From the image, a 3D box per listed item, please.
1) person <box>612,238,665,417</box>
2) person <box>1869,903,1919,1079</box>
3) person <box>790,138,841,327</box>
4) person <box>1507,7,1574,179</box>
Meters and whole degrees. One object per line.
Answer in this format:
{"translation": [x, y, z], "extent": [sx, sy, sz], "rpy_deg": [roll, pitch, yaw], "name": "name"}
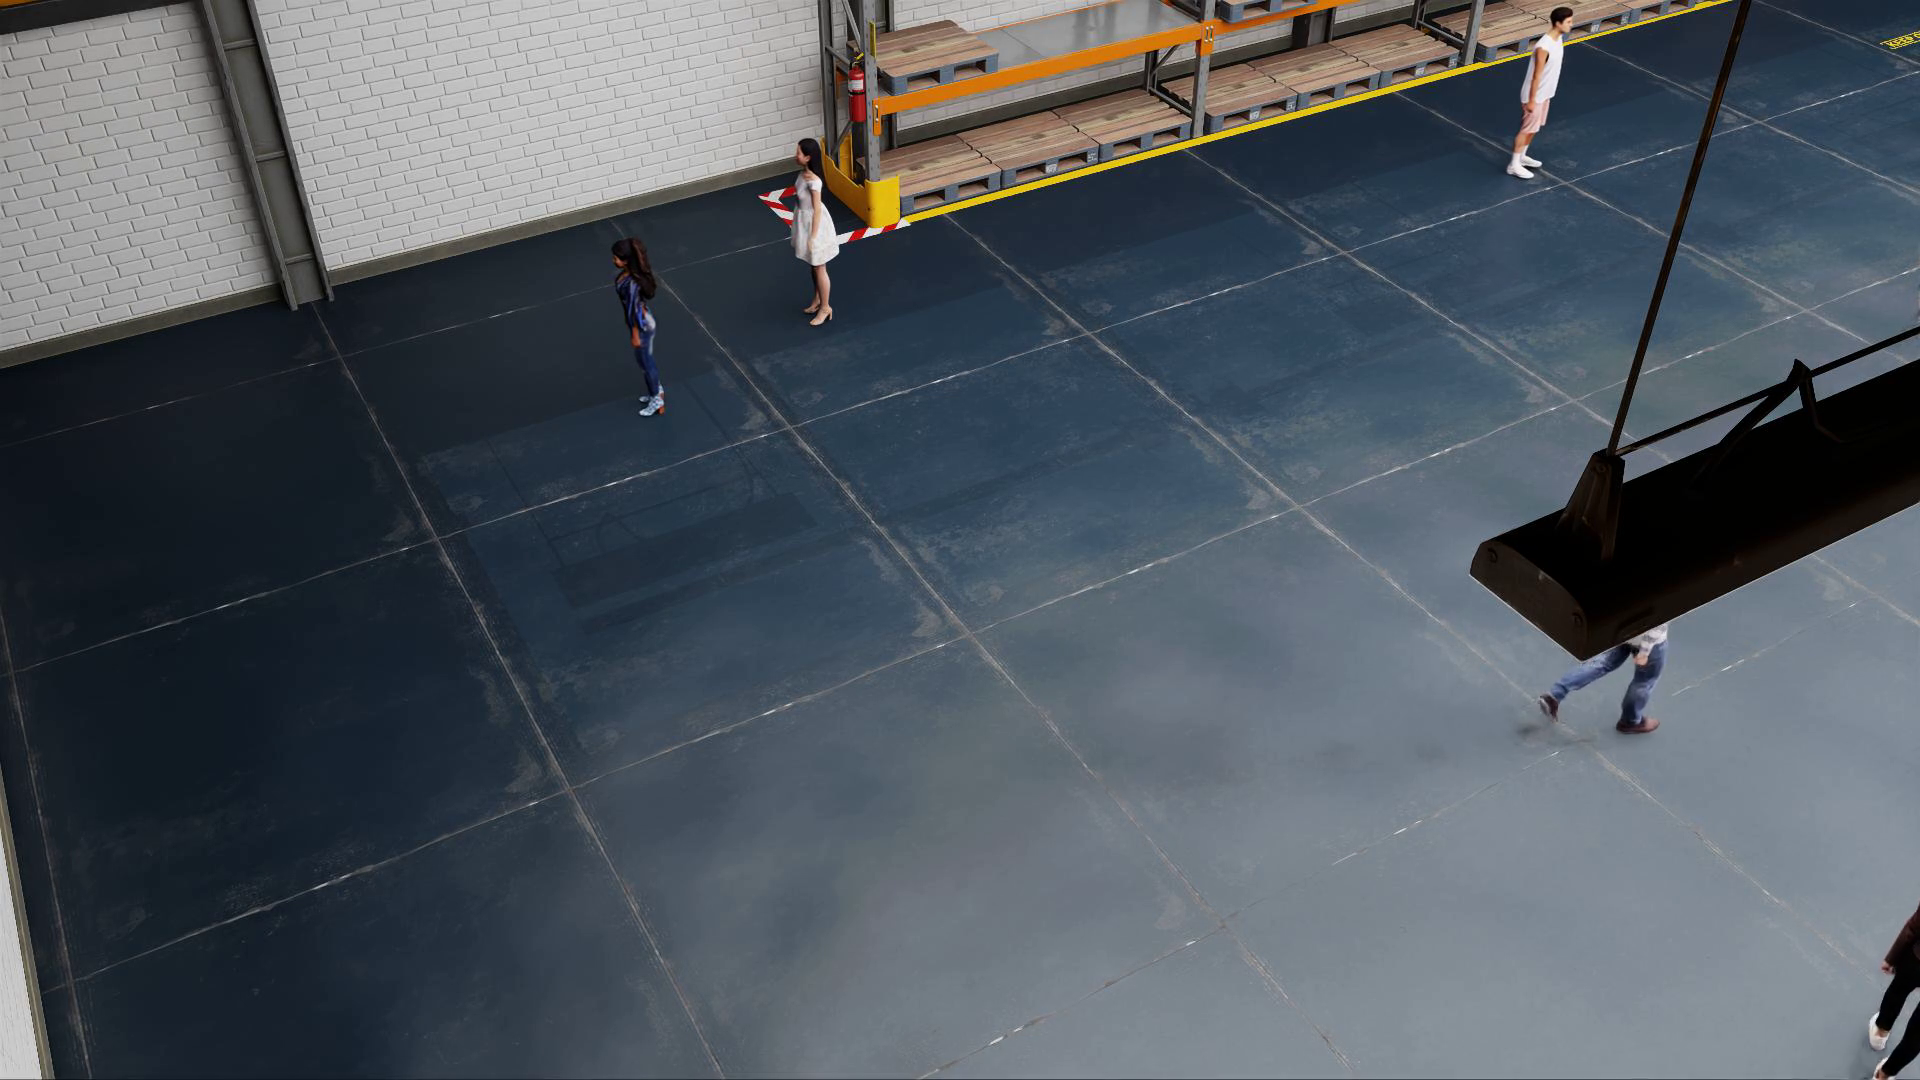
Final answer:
{"translation": [-2.627, -1.758, 13.669], "extent": [0.644, 1.622, 0.670], "rpy_deg": [-8, 39, -10], "name": "person"}
{"translation": [4.988, 2.286, 8.554], "extent": [0.767, 1.685, 0.850], "rpy_deg": [28, 46, 30], "name": "person"}
{"translation": [-1.307, -2.743, 14.780], "extent": [0.724, 1.775, 0.719], "rpy_deg": [-9, 39, -11], "name": "person"}
{"translation": [5.944, -4.623, 17.130], "extent": [0.770, 1.780, 0.647], "rpy_deg": [25, 45, 28], "name": "person"}
